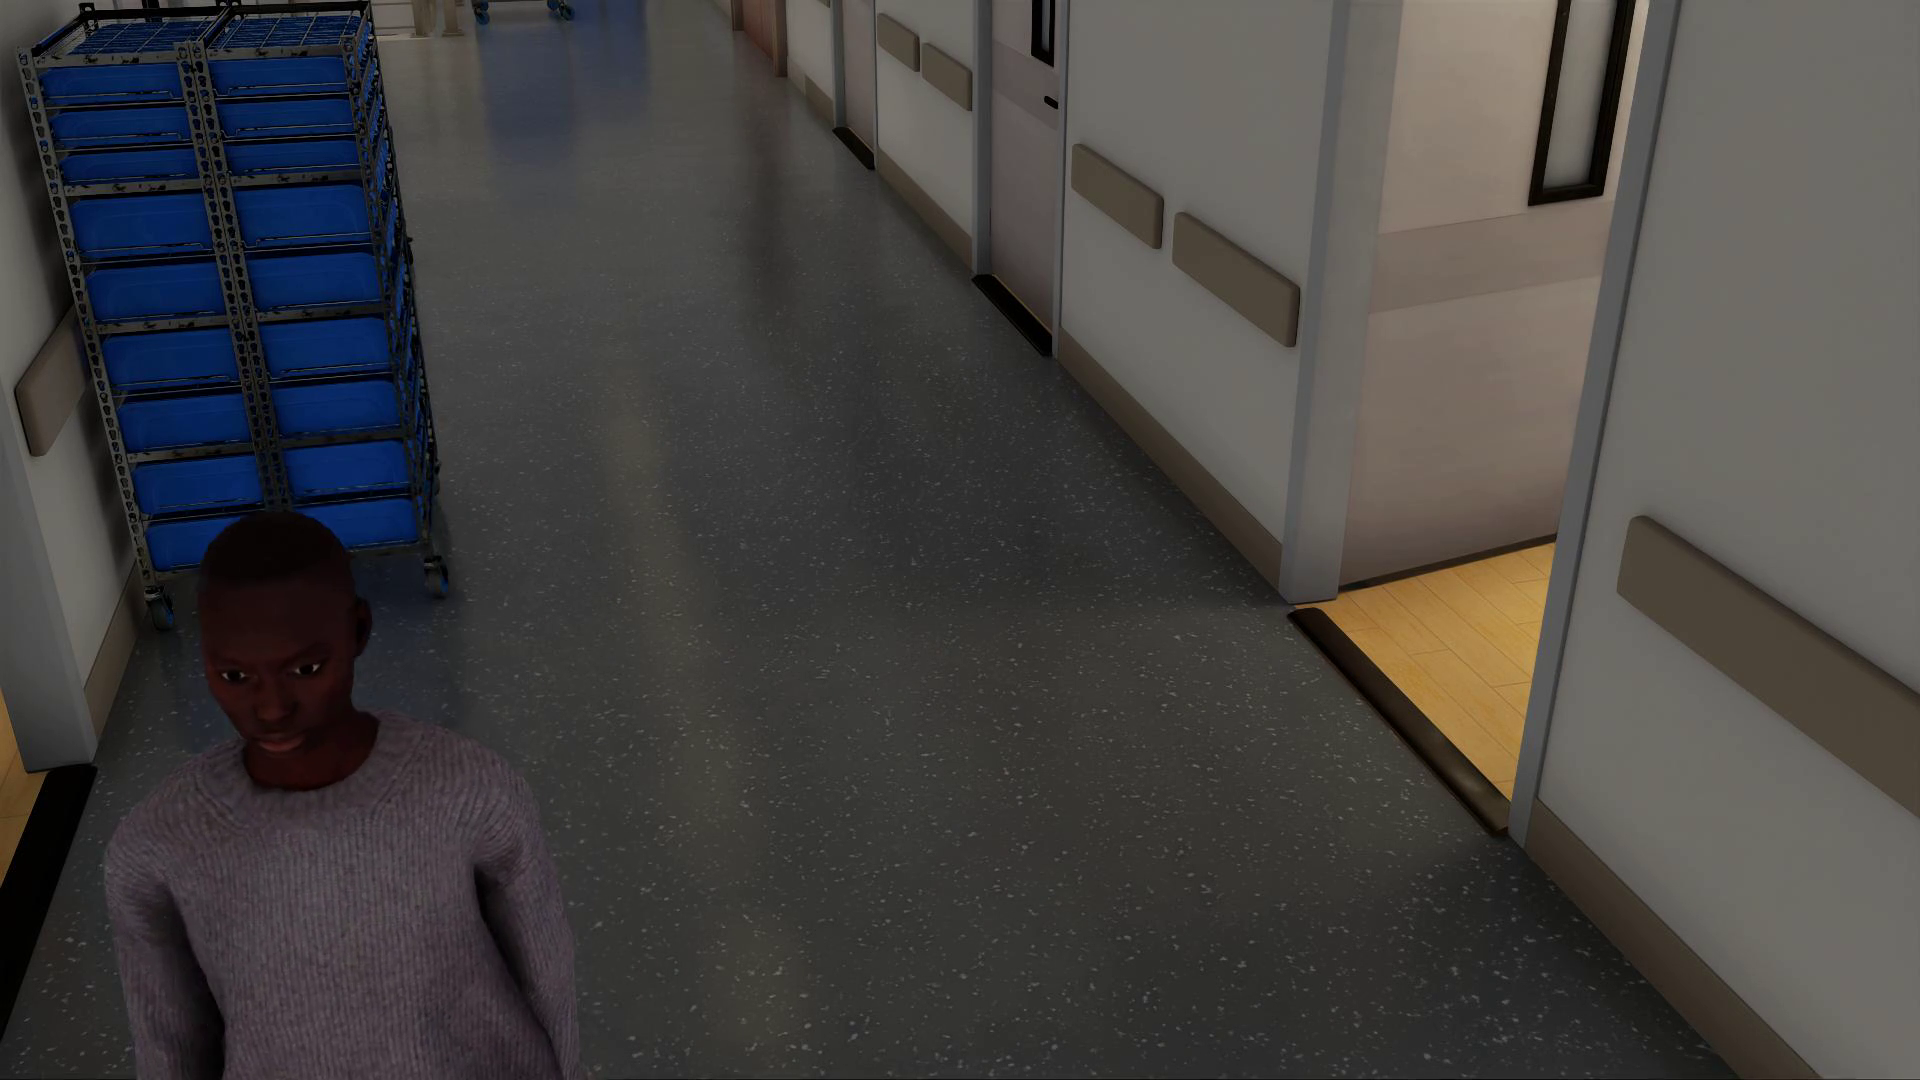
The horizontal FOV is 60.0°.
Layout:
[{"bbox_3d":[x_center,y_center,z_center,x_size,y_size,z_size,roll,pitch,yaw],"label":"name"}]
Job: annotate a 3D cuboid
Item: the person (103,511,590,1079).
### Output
[{"bbox_3d":[-0.708,0.728,2.133,0.656,1.760,0.644,-4,26,-7],"label":"person"}]
